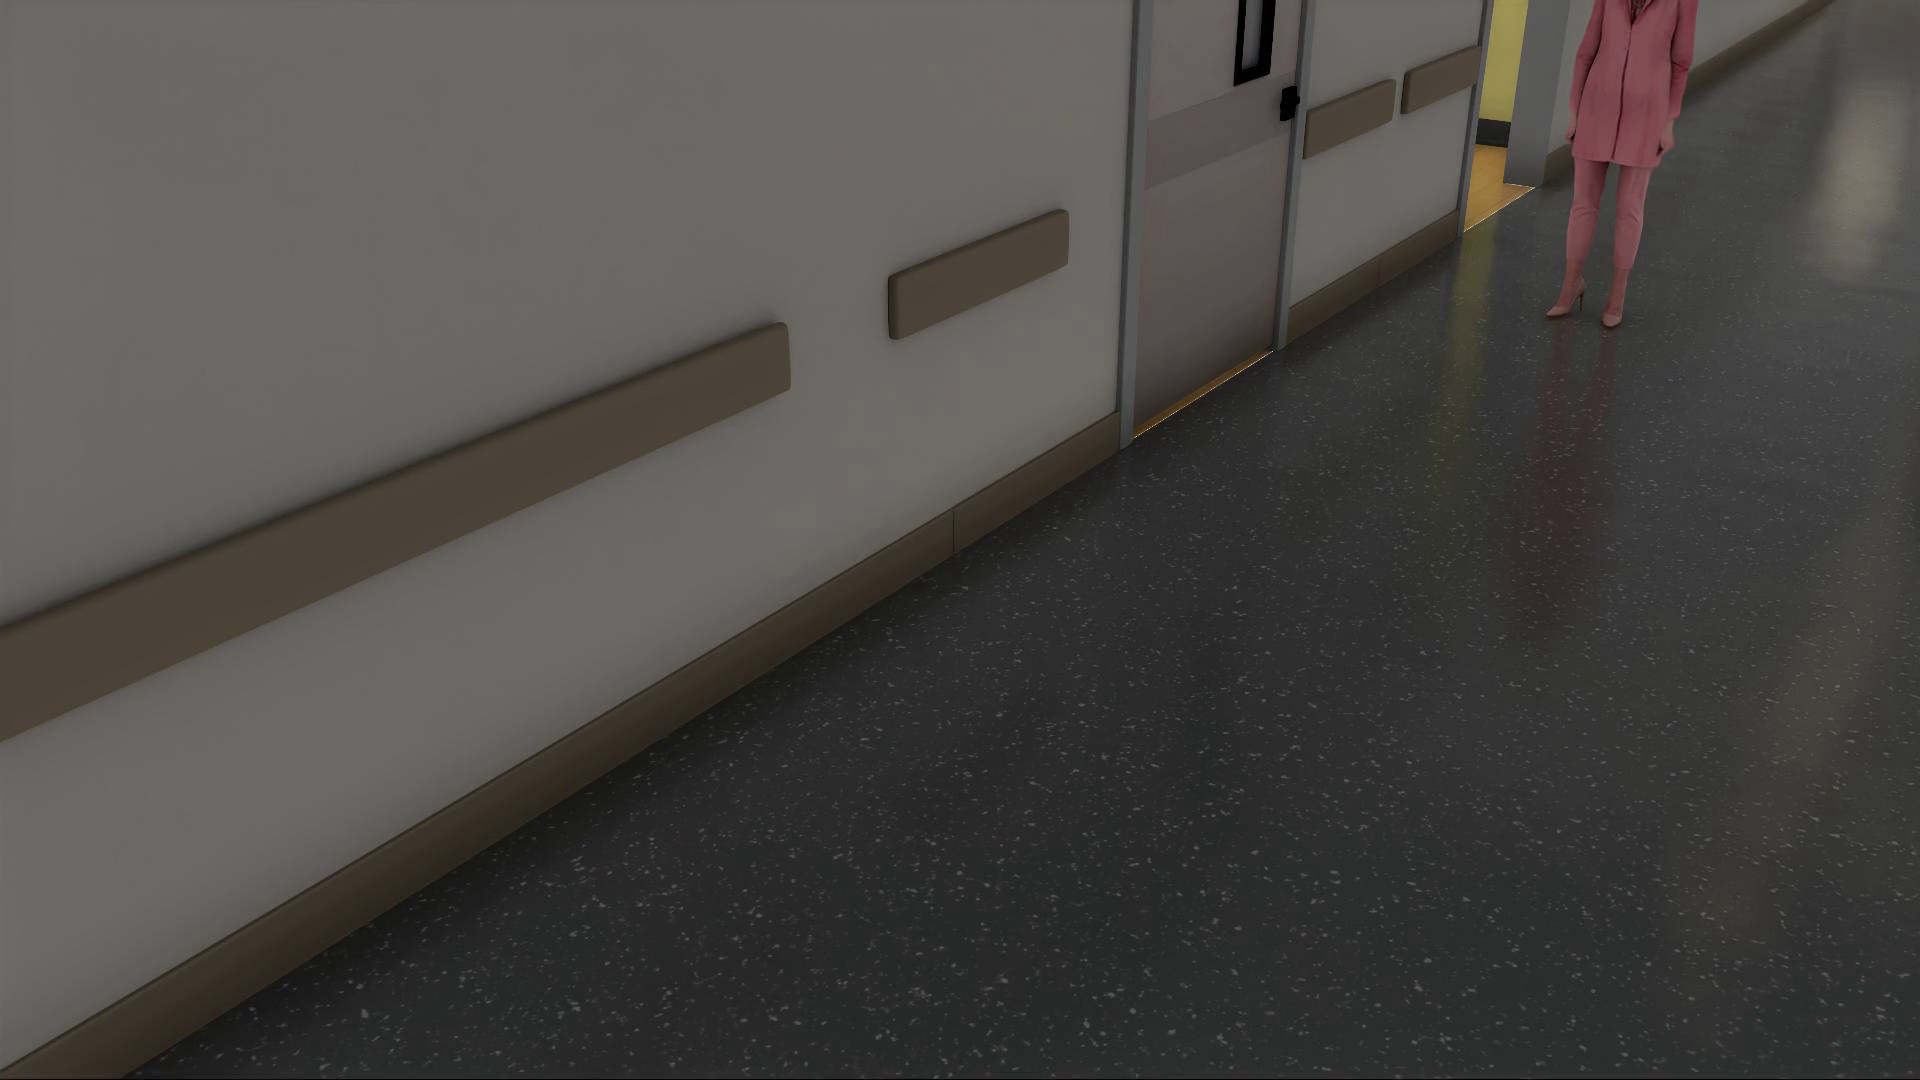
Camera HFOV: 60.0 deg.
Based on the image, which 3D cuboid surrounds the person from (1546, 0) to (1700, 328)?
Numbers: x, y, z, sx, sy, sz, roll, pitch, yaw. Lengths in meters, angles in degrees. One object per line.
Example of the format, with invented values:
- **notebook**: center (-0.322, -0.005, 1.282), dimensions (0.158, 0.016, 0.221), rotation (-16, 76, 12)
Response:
- **person**: center (2.849, -1.810, 7.116), dimensions (0.455, 1.801, 0.670), rotation (17, 31, 31)
